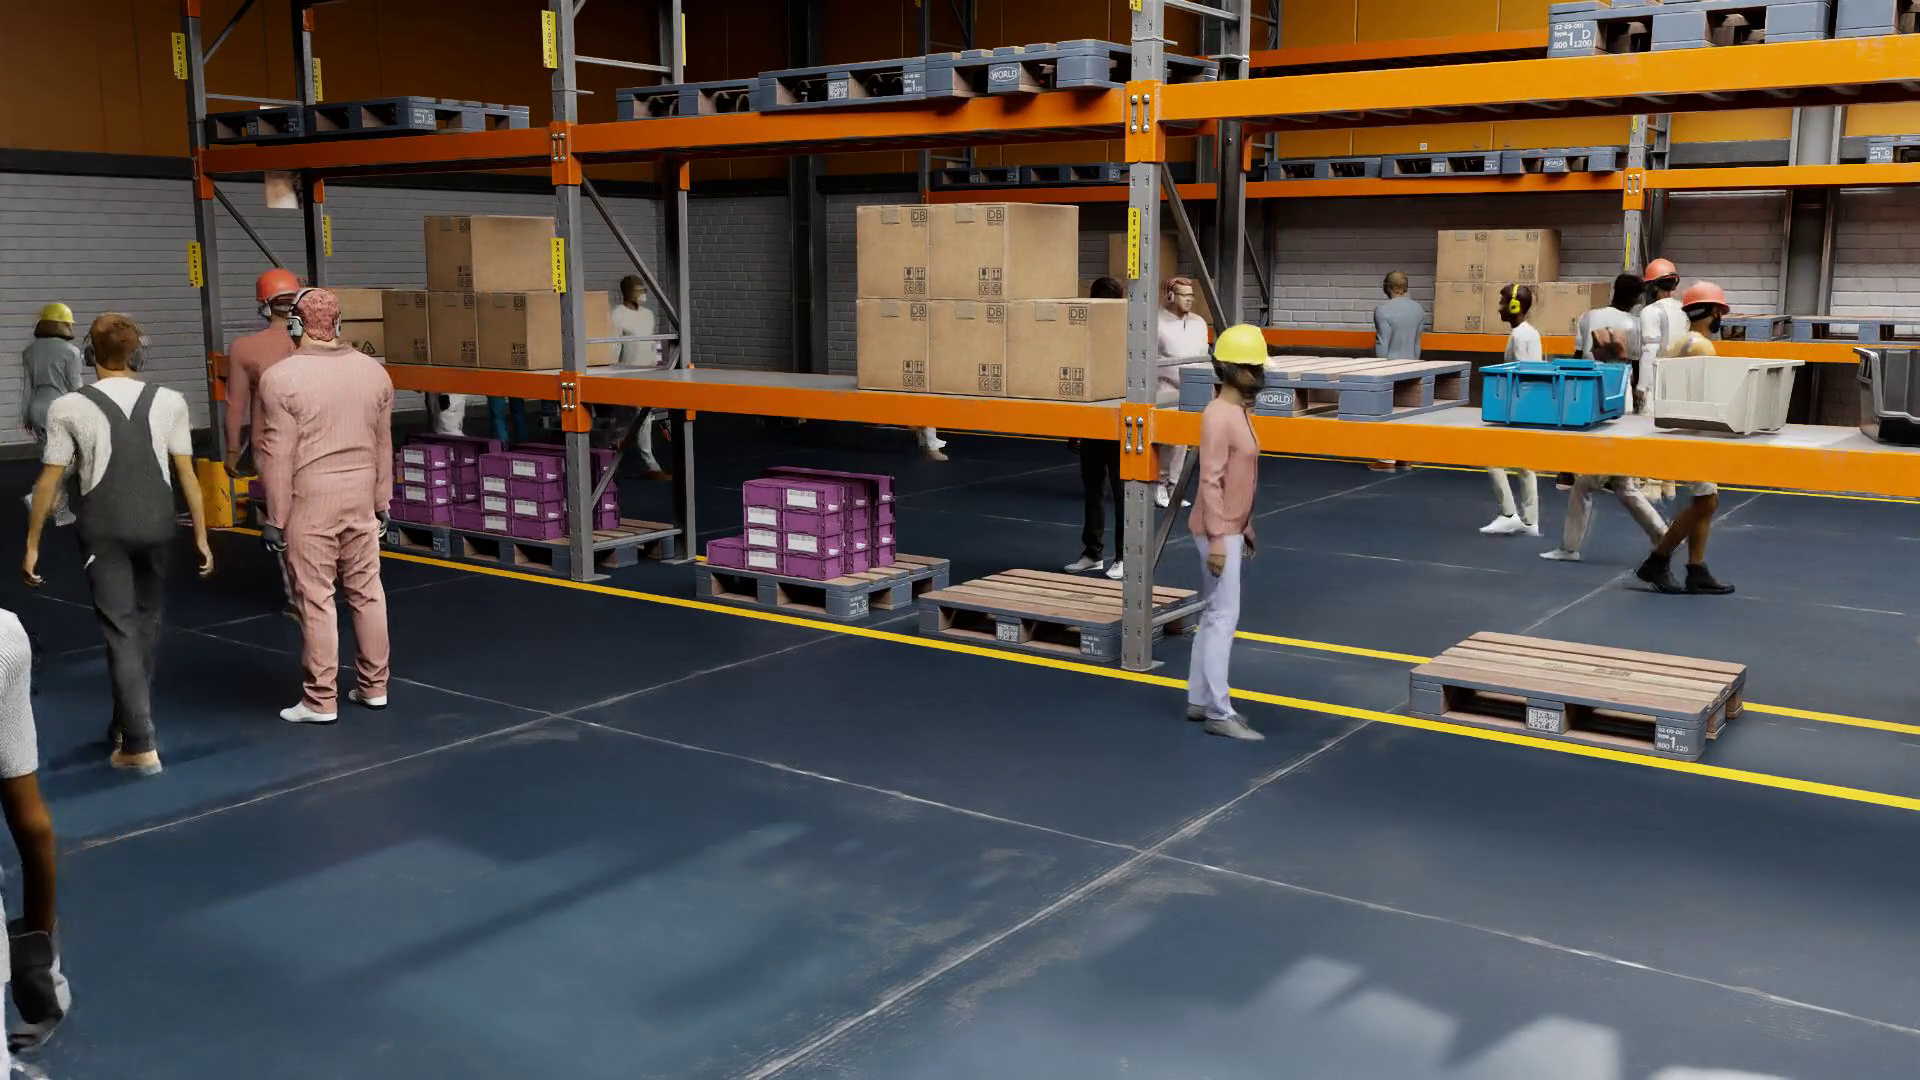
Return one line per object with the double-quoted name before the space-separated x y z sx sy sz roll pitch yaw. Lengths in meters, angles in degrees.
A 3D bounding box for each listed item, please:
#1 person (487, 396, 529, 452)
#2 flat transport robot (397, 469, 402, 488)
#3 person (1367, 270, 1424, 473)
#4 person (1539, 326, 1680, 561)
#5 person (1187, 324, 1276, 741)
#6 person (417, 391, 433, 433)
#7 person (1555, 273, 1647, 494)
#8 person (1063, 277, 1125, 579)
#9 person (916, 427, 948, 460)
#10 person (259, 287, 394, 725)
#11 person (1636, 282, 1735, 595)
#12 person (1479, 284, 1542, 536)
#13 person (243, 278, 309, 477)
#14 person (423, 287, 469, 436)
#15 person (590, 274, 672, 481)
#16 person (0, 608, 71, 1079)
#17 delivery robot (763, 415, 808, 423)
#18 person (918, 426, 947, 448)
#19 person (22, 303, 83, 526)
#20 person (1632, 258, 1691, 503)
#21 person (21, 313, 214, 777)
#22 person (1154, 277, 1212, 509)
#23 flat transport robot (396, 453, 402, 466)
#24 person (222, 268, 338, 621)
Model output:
"person" -4.350 -1.553 15.983 0.564 1.806 0.633 -8 13 -41
"flat transport robot" -4.569 -0.491 14.223 1.431 0.197 0.652 -3 10 -19
"person" 4.173 -1.614 15.961 0.635 1.936 0.352 -7 12 -35
"person" 4.375 -0.623 11.052 0.831 1.599 0.516 5 11 26
"person" 1.147 -0.038 7.097 0.331 1.765 0.530 3 10 17
"person" -5.261 -1.622 16.935 0.545 1.621 0.373 -4 10 -21
"person" 5.605 -1.351 14.458 0.380 1.918 0.653 -9 13 -43
"person" 0.949 -0.719 10.684 0.597 1.917 0.379 9 13 41
"person" -0.271 -1.727 16.969 0.499 1.832 0.642 8 12 39
"person" -2.794 -0.148 7.317 0.409 1.907 0.651 6 11 31
"person" 4.457 -0.601 10.045 0.514 1.894 0.600 3 10 16
"person" 4.058 -0.942 12.220 0.544 1.848 0.526 6 11 31
"person" -5.702 -1.298 14.261 0.917 1.885 0.695 -7 12 -35
"person" -4.370 -1.298 14.459 0.605 1.814 0.649 -1 10 -4
"person" -3.081 -1.499 15.373 0.915 1.913 0.633 4 10 21
"person" -1.679 0.689 2.563 0.974 1.821 0.557 9 13 43
"delivery robot" -2.115 -1.628 19.873 0.707 0.478 0.477 6 11 31
"person" -0.319 -1.958 18.098 0.410 1.909 0.643 0 10 2
"person" -6.886 -0.928 12.534 0.506 1.711 0.655 2 10 11
"person" 5.851 -1.334 13.984 0.611 2.038 0.392 -7 12 -36
"person" -3.412 0.005 6.689 0.667 1.802 0.827 -9 13 -42
"person" 1.787 -1.194 13.597 0.649 1.886 0.441 -7 12 -35
"flat transport robot" -5.159 -0.639 15.103 0.652 0.197 1.431 -3 10 -18
"person" -3.821 -0.533 9.396 0.617 1.974 0.516 -8 12 -39
